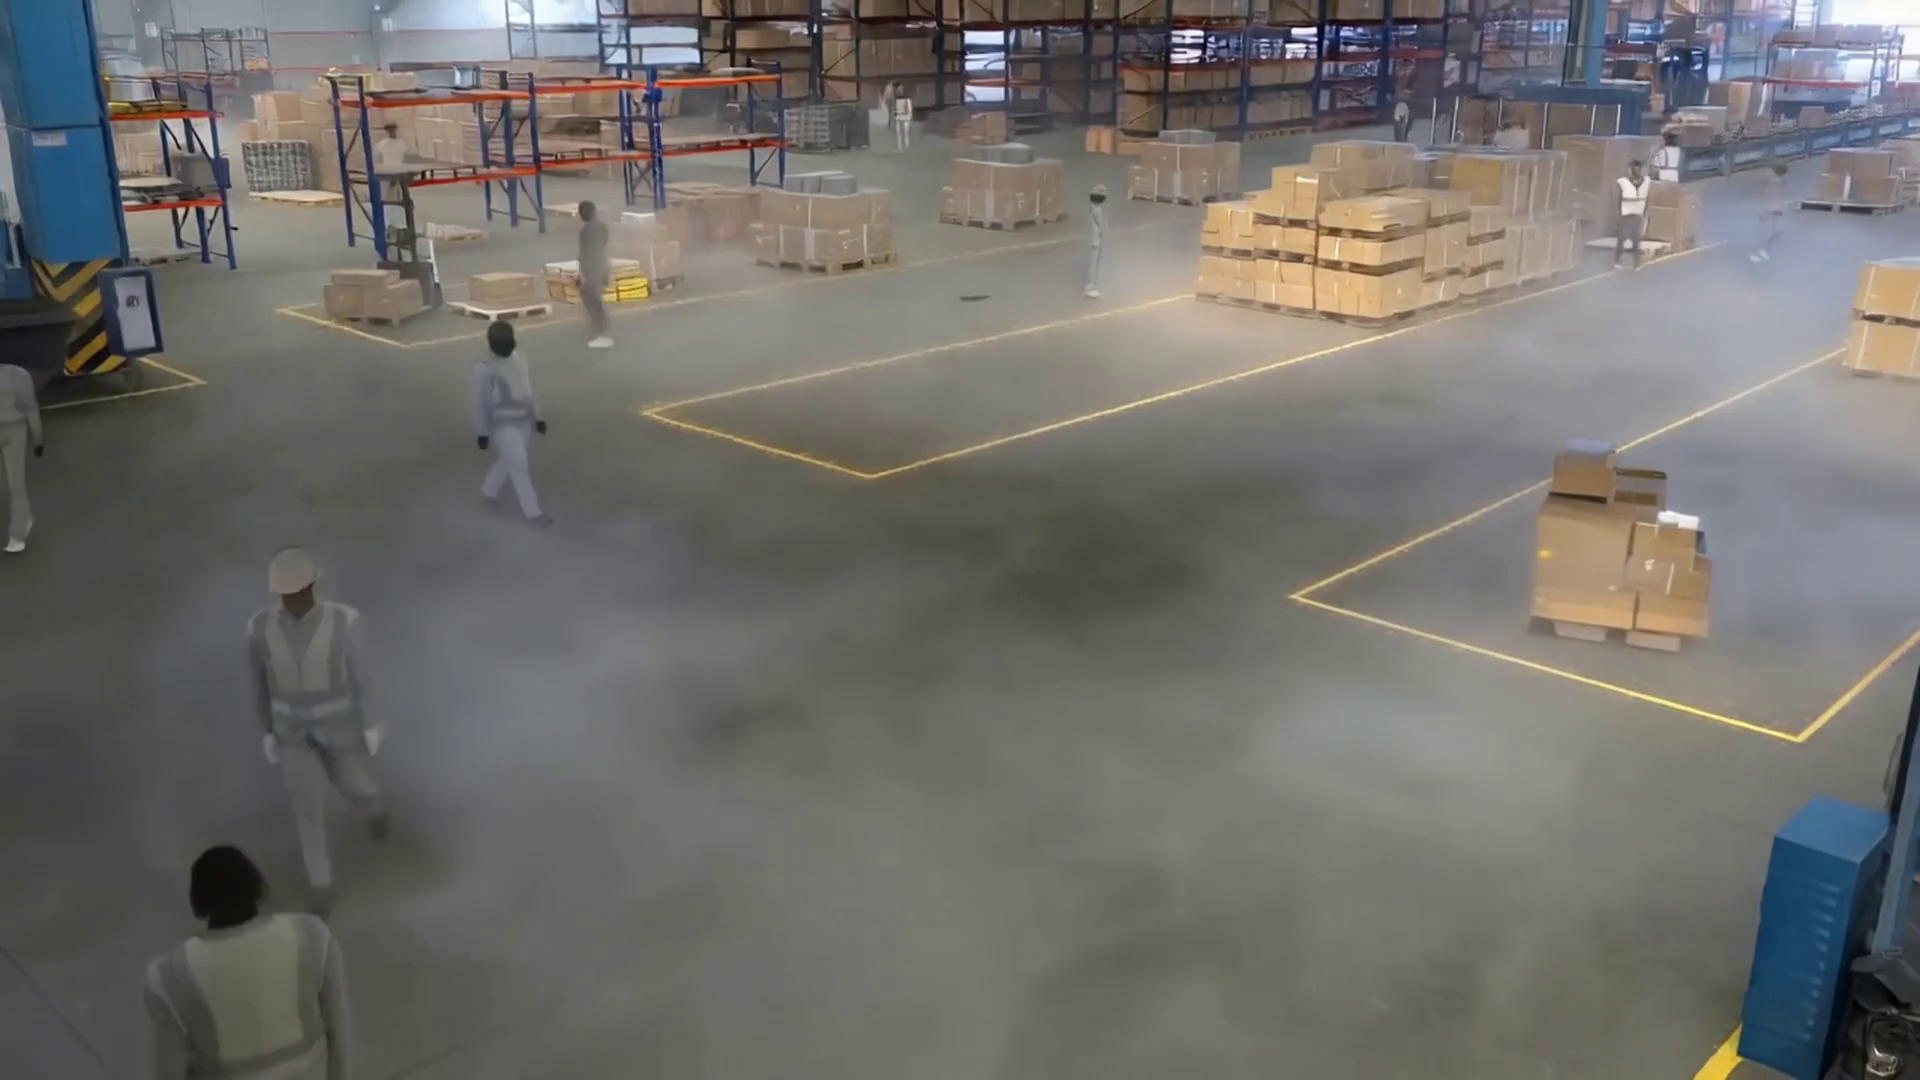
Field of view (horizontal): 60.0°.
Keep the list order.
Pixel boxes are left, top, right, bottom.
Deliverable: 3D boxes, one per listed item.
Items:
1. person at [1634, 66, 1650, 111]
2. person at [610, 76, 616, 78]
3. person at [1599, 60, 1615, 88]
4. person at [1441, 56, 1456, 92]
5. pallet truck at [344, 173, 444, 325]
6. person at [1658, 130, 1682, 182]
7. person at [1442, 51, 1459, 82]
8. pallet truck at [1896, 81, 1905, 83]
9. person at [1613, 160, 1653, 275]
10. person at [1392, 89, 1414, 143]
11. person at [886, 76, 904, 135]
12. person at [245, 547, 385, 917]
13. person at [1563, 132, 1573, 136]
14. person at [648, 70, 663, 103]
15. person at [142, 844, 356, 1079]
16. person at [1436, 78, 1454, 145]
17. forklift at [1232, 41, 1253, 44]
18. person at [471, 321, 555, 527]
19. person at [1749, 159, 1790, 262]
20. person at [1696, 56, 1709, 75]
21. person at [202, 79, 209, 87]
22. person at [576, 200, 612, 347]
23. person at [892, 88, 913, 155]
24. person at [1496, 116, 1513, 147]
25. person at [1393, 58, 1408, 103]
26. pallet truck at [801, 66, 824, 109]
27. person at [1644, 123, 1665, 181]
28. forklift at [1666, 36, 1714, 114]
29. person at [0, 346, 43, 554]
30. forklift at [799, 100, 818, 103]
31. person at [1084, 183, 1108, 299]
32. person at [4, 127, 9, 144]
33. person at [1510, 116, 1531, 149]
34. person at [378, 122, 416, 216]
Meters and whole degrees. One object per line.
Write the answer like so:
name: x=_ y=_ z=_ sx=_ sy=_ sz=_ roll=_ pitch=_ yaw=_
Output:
person: x=24.800 y=-16.321 z=60.626 sx=0.601 sy=1.816 sz=0.430 roll=12 pitch=22 yaw=31
person: x=-11.915 y=-15.206 z=57.551 sx=0.314 sy=1.629 sz=0.509 roll=-15 pitch=24 yaw=-39
person: x=24.891 y=-17.564 z=64.228 sx=0.548 sy=1.891 sz=0.948 roll=17 pitch=25 yaw=42
person: x=19.909 y=-18.788 z=67.949 sx=0.495 sy=1.883 sz=0.638 roll=-10 pitch=21 yaw=-28
pallet truck: x=-8.209 y=-4.181 z=23.757 sx=0.823 sy=1.965 sz=1.885 roll=3 pitch=19 yaw=9
person: x=13.756 y=-7.040 z=32.517 sx=0.560 sy=1.903 sz=0.850 roll=-5 pitch=19 yaw=-16
person: x=20.492 y=-19.399 z=69.606 sx=0.623 sy=1.998 sz=1.002 roll=16 pitch=24 yaw=40
pallet truck: x=34.802 y=-16.331 z=61.455 sx=0.653 sy=1.274 sz=1.630 roll=17 pitch=25 yaw=41
person: x=11.097 y=-5.338 z=27.467 sx=0.608 sy=1.860 sz=1.045 roll=1 pitch=18 yaw=2
person: x=11.604 y=-10.784 z=43.585 sx=0.538 sy=2.000 sz=0.684 roll=2 pitch=18 yaw=6
person: x=-2.080 y=-13.989 z=53.551 sx=0.621 sy=1.845 sz=0.430 roll=-6 pitch=19 yaw=-18
person: x=-3.280 y=0.905 z=8.557 sx=0.616 sy=1.923 sz=0.771 roll=-2 pitch=18 yaw=-6
person: x=11.964 y=-7.103 z=32.819 sx=0.519 sy=1.841 sz=0.838 roll=-16 pitch=24 yaw=-40
person: x=-10.314 y=-14.964 z=56.385 sx=0.588 sy=1.911 sz=0.398 roll=7 pitch=20 yaw=21
person: x=-2.384 y=1.905 z=5.686 sx=0.632 sy=1.831 sz=0.537 roll=-12 pitch=22 yaw=-32
person: x=14.420 y=-12.661 z=49.314 sx=0.625 sy=1.991 sz=0.389 roll=-14 pitch=23 yaw=-37
forklift: x=9.481 y=-15.641 z=56.906 sx=1.129 sy=2.768 sz=1.873 roll=17 pitch=25 yaw=41
person: x=-3.994 y=-1.042 z=14.609 sx=0.911 sy=1.807 sz=0.629 roll=7 pitch=20 yaw=21
person: x=13.980 y=-5.669 z=28.636 sx=0.543 sy=1.745 sz=0.434 roll=-9 pitch=20 yaw=-25
person: x=32.687 y=-20.464 z=73.294 sx=0.531 sy=1.692 sz=0.320 roll=7 pitch=20 yaw=20
person: x=-25.176 y=-14.576 z=55.665 sx=0.520 sy=1.627 sz=0.378 roll=-7 pitch=19 yaw=-19
person: x=-4.825 y=-3.469 z=21.739 sx=0.530 sy=1.921 sz=0.633 roll=1 pitch=18 yaw=4
person: x=-1.631 y=-11.961 z=47.476 sx=0.591 sy=1.832 sz=1.021 roll=1 pitch=18 yaw=4
person: x=11.985 y=-8.391 z=36.688 sx=0.523 sy=1.848 sz=0.492 roll=-14 pitch=23 yaw=-37
person: x=17.817 y=-18.566 z=67.319 sx=0.646 sy=1.869 sz=0.982 roll=15 pitch=24 yaw=38
pallet truck: x=-4.812 y=-15.182 z=56.903 sx=0.823 sy=1.965 sz=1.885 roll=-9 pitch=21 yaw=-26
person: x=15.435 y=-8.390 z=36.926 sx=0.321 sy=1.686 sz=0.544 roll=16 pitch=24 yaw=39
forklift: x=27.341 y=-17.291 z=61.877 sx=1.129 sy=2.768 sz=1.873 roll=17 pitch=25 yaw=41
person: x=-8.028 y=-0.848 z=13.915 sx=0.594 sy=1.873 sz=1.029 roll=-3 pitch=19 yaw=-8
forklift: x=-6.755 y=-19.159 z=67.506 sx=1.873 sy=2.768 sz=1.129 roll=-7 pitch=20 yaw=-20
person: x=2.078 y=-4.539 z=25.248 sx=0.320 sy=1.737 sz=0.485 roll=4 pitch=19 yaw=11
person: x=-23.767 y=-10.194 z=42.008 sx=0.655 sy=1.918 sz=0.738 roll=-14 pitch=23 yaw=-36
person: x=13.416 y=-9.311 z=39.820 sx=0.526 sy=1.593 sz=0.802 roll=-4 pitch=19 yaw=-11
person: x=-11.722 y=-7.715 z=34.580 sx=0.597 sy=1.887 sz=0.882 roll=2 pitch=18 yaw=5
